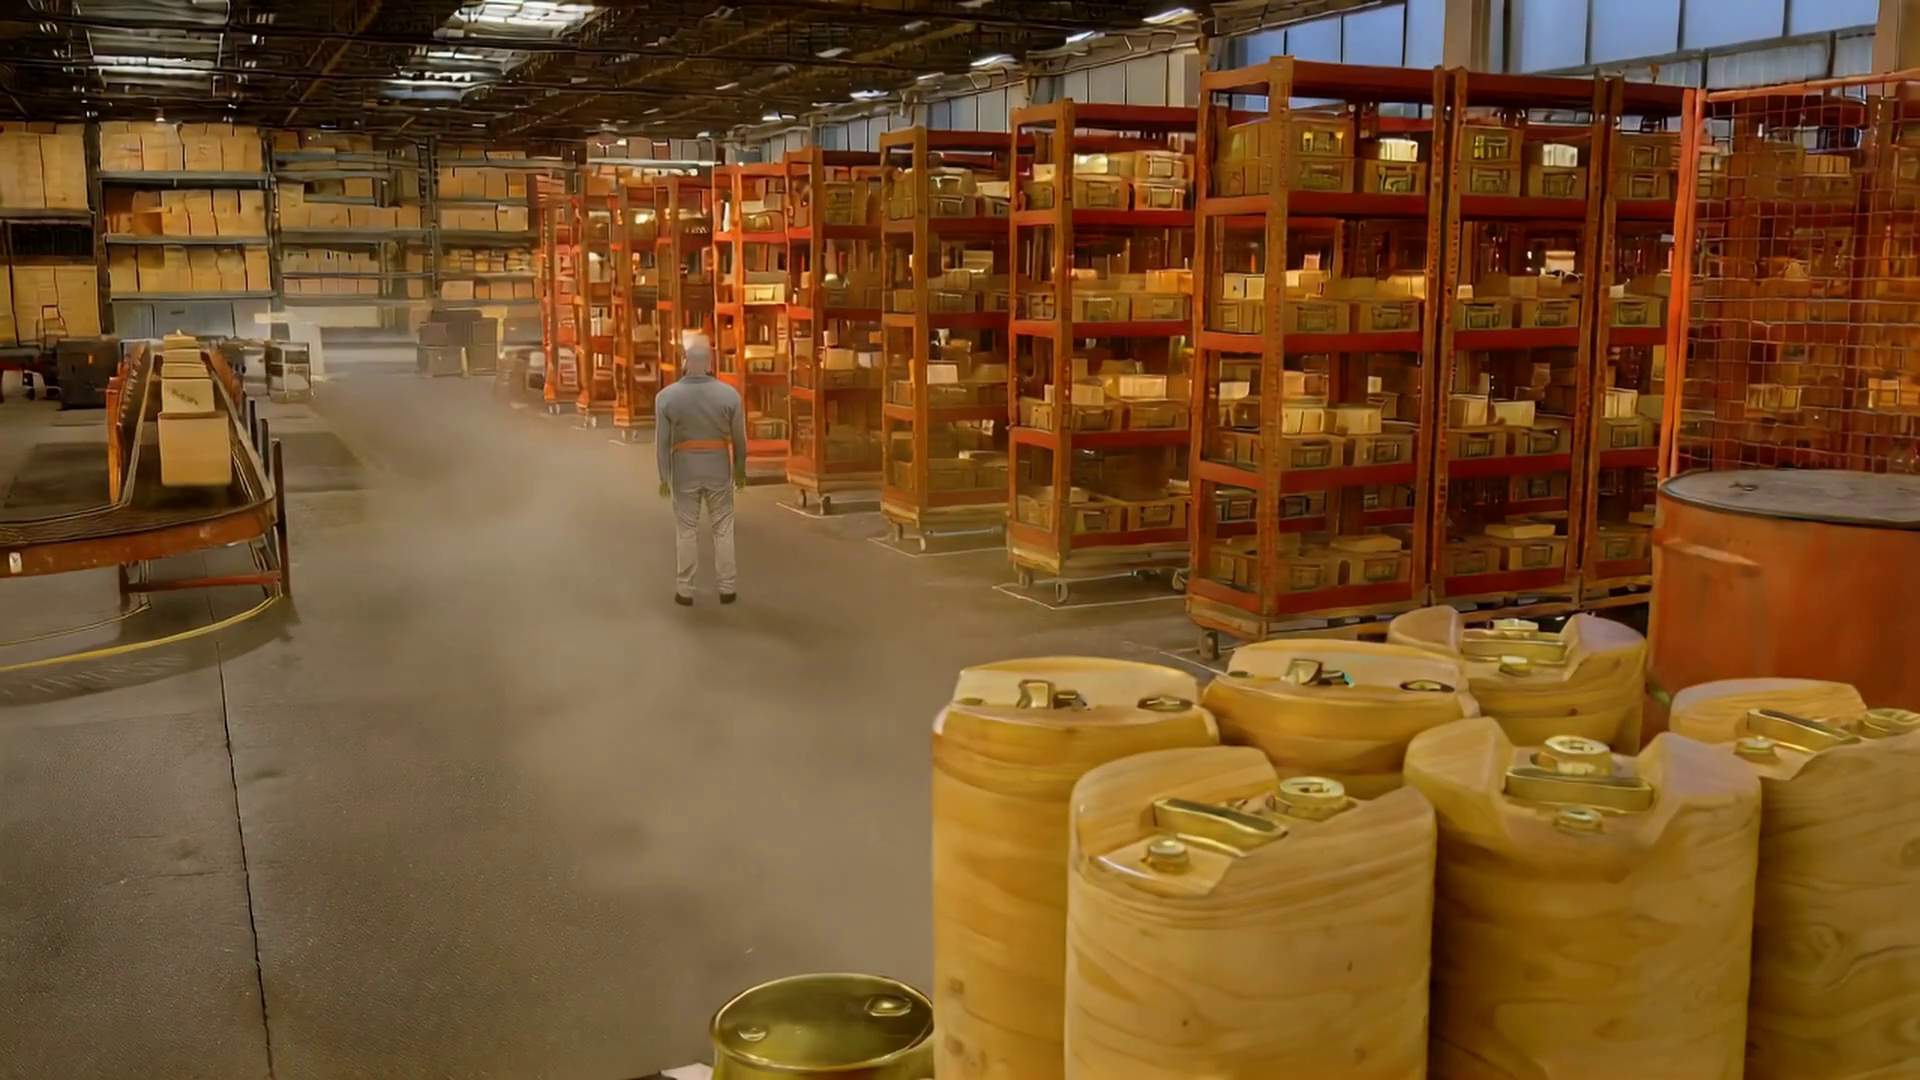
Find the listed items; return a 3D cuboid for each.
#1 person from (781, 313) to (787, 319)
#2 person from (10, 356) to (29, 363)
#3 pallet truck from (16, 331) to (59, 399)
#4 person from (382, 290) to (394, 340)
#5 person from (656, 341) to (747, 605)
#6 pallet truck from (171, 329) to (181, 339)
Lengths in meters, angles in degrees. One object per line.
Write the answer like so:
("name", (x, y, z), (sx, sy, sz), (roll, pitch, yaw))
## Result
("person", (-4.656, -5.975, 45.944), (0.611, 1.985, 0.415), (-5, 11, -30))
("person", (-24.810, -5.459, 43.835), (0.336, 1.618, 0.516), (0, 9, -2))
("pallet truck", (-17.082, -3.353, 31.781), (1.630, 1.274, 0.653), (-4, 10, -25))
("person", (-18.997, -7.412, 55.347), (0.403, 1.823, 0.588), (-3, 10, -17))
("person", (-1.874, -0.481, 12.064), (0.651, 1.913, 0.410), (-2, 9, -15))
("pallet truck", (-17.275, -3.851, 35.096), (1.601, 1.201, 0.680), (0, 9, 1))
